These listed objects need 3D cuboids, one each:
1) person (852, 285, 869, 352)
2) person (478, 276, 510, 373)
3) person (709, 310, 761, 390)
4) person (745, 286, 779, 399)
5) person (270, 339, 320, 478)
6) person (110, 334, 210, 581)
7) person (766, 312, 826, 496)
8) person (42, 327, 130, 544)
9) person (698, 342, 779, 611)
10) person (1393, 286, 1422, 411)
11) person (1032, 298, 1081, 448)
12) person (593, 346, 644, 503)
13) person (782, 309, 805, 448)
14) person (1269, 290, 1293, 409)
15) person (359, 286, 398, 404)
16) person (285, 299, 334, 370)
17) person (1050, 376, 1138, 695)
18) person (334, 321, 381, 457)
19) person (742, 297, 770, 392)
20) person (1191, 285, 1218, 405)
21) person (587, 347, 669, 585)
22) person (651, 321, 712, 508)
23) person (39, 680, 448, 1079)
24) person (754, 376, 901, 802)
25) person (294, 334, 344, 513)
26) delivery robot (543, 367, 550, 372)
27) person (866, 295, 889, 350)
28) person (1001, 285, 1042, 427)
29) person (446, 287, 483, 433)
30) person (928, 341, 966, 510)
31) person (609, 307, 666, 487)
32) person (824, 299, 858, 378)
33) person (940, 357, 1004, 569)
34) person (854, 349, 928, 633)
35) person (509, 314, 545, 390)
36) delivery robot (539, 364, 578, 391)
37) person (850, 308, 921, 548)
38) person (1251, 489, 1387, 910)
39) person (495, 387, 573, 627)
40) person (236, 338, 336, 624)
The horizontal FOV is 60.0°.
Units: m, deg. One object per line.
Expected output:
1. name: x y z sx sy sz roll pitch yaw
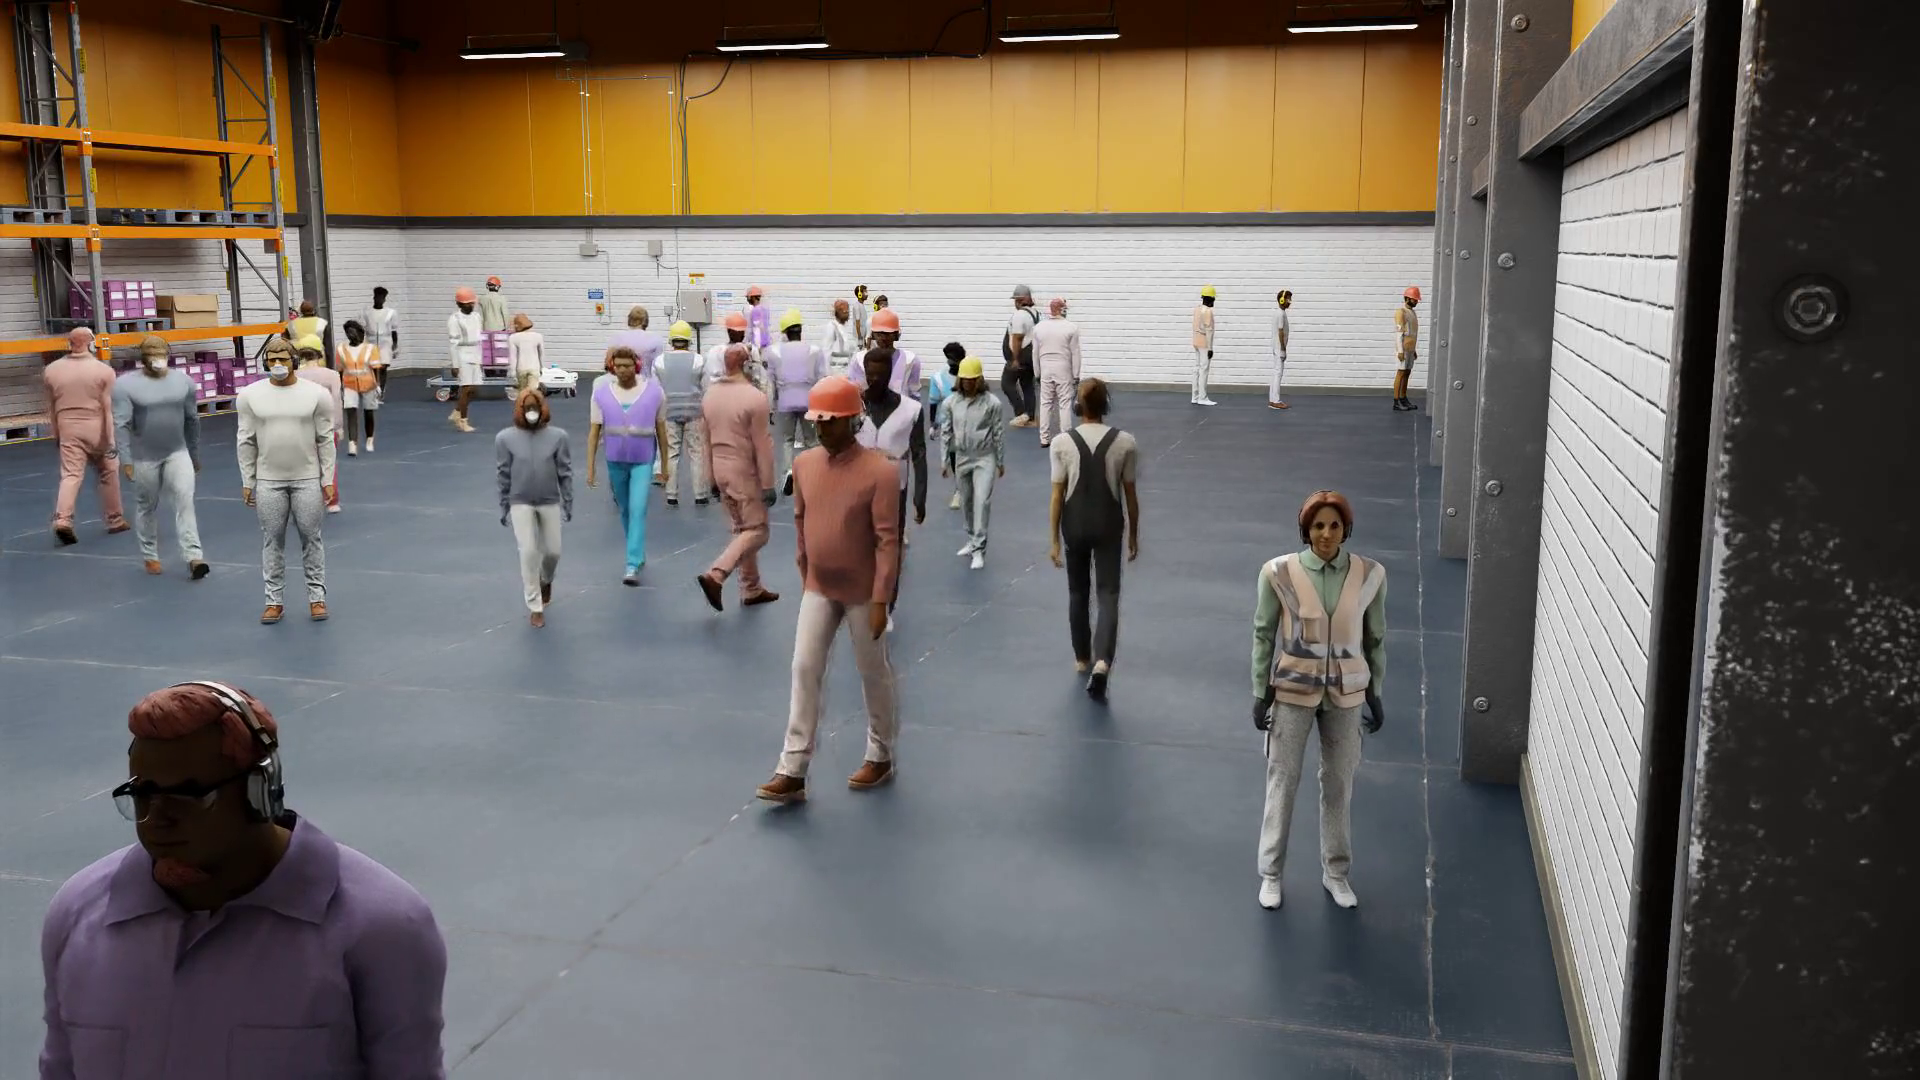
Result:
1. person: -1.736 -3.575 29.468 0.324 1.876 0.514 0 10 2
2. person: -8.755 -3.967 31.353 0.609 1.992 0.386 2 10 13
3. person: -2.316 -1.400 17.047 0.550 1.913 0.752 -6 11 -29
4. person: -3.469 -3.292 27.817 0.980 1.885 0.575 2 10 13
5. person: -6.854 -1.271 17.183 0.514 1.606 0.810 -2 10 -11
6. person: -6.094 -0.622 12.705 0.657 1.874 1.043 -8 13 -40
7. person: -1.654 -1.364 16.909 0.642 1.893 0.657 -1 10 -6
8. person: -7.618 -0.917 14.457 0.639 1.869 0.959 -1 10 -5
9. person: -1.557 -0.435 11.628 0.655 1.888 0.713 10 14 44
10. person: 6.993 -2.987 25.965 0.366 1.935 0.543 8 13 39
11. person: 1.242 -2.109 21.084 0.644 1.905 0.400 5 11 26
12. person: -3.306 -1.093 16.225 0.508 1.586 0.896 -1 10 -6
13. person: -2.126 -2.049 21.134 0.325 1.767 0.533 -1 10 -5
14. person: 5.072 -3.006 26.275 0.327 1.865 0.519 0 10 0
15. person: -9.521 -3.208 27.281 0.604 1.922 0.936 -2 10 -12
16. person: -9.014 -2.422 23.064 0.646 1.830 0.569 -1 10 -4
17. person: 0.769 -0.034 9.581 0.515 1.817 0.903 1 10 5
18. person: -7.379 -1.866 20.418 0.538 1.651 0.864 -3 10 -14
19. person: -3.578 -3.465 28.936 0.429 1.844 0.626 6 12 29
20. person: 3.959 -3.140 26.850 0.387 1.926 0.591 -2 10 -13
21. person: -2.552 -0.585 12.791 0.588 1.793 0.991 0 10 0
22. person: -2.700 -1.221 16.255 0.599 1.832 0.404 0 10 -1
23. person: -1.131 1.150 2.618 0.646 1.908 0.408 0 10 1
24. person: -0.591 0.244 7.578 0.641 1.956 0.926 6 12 31
25. person: -6.083 -1.062 15.635 0.532 1.745 0.756 -2 10 -9
26. delivery robot: -7.291 -2.828 28.705 0.477 0.478 0.707 4 11 22
27. person: -1.125 -2.547 23.661 0.310 1.868 0.533 8 13 39
28. person: 0.869 -2.591 23.419 0.539 2.000 0.699 6 12 30
29. person: -6.828 -2.477 22.895 0.647 2.004 0.638 4 11 23
30. person: -0.021 -1.162 16.488 0.534 1.643 0.853 2 10 10
31. person: -3.383 -1.508 17.682 0.842 1.910 0.564 4 11 19
32. person: -1.513 -2.185 21.598 0.776 1.859 0.628 3 10 14
33. person: 0.117 -0.655 13.474 0.502 1.694 0.758 3 10 15
34. person: -0.518 -0.277 10.741 0.620 1.885 0.883 0 10 -1
35. person: -6.082 -2.370 23.394 0.479 1.610 0.582 -2 10 -12
36. delivery robot: -6.843 -2.726 28.125 0.707 0.478 0.477 0 10 3
37. person: -0.621 -0.930 14.013 0.612 2.039 0.392 -2 10 -9
38. person: 1.377 0.615 6.403 0.523 1.638 0.310 0 10 -1
39. person: -2.905 -0.246 11.357 0.503 1.616 0.605 -4 11 -20
40. person: -4.567 -0.403 11.321 0.631 1.940 0.372 -3 11 -18
